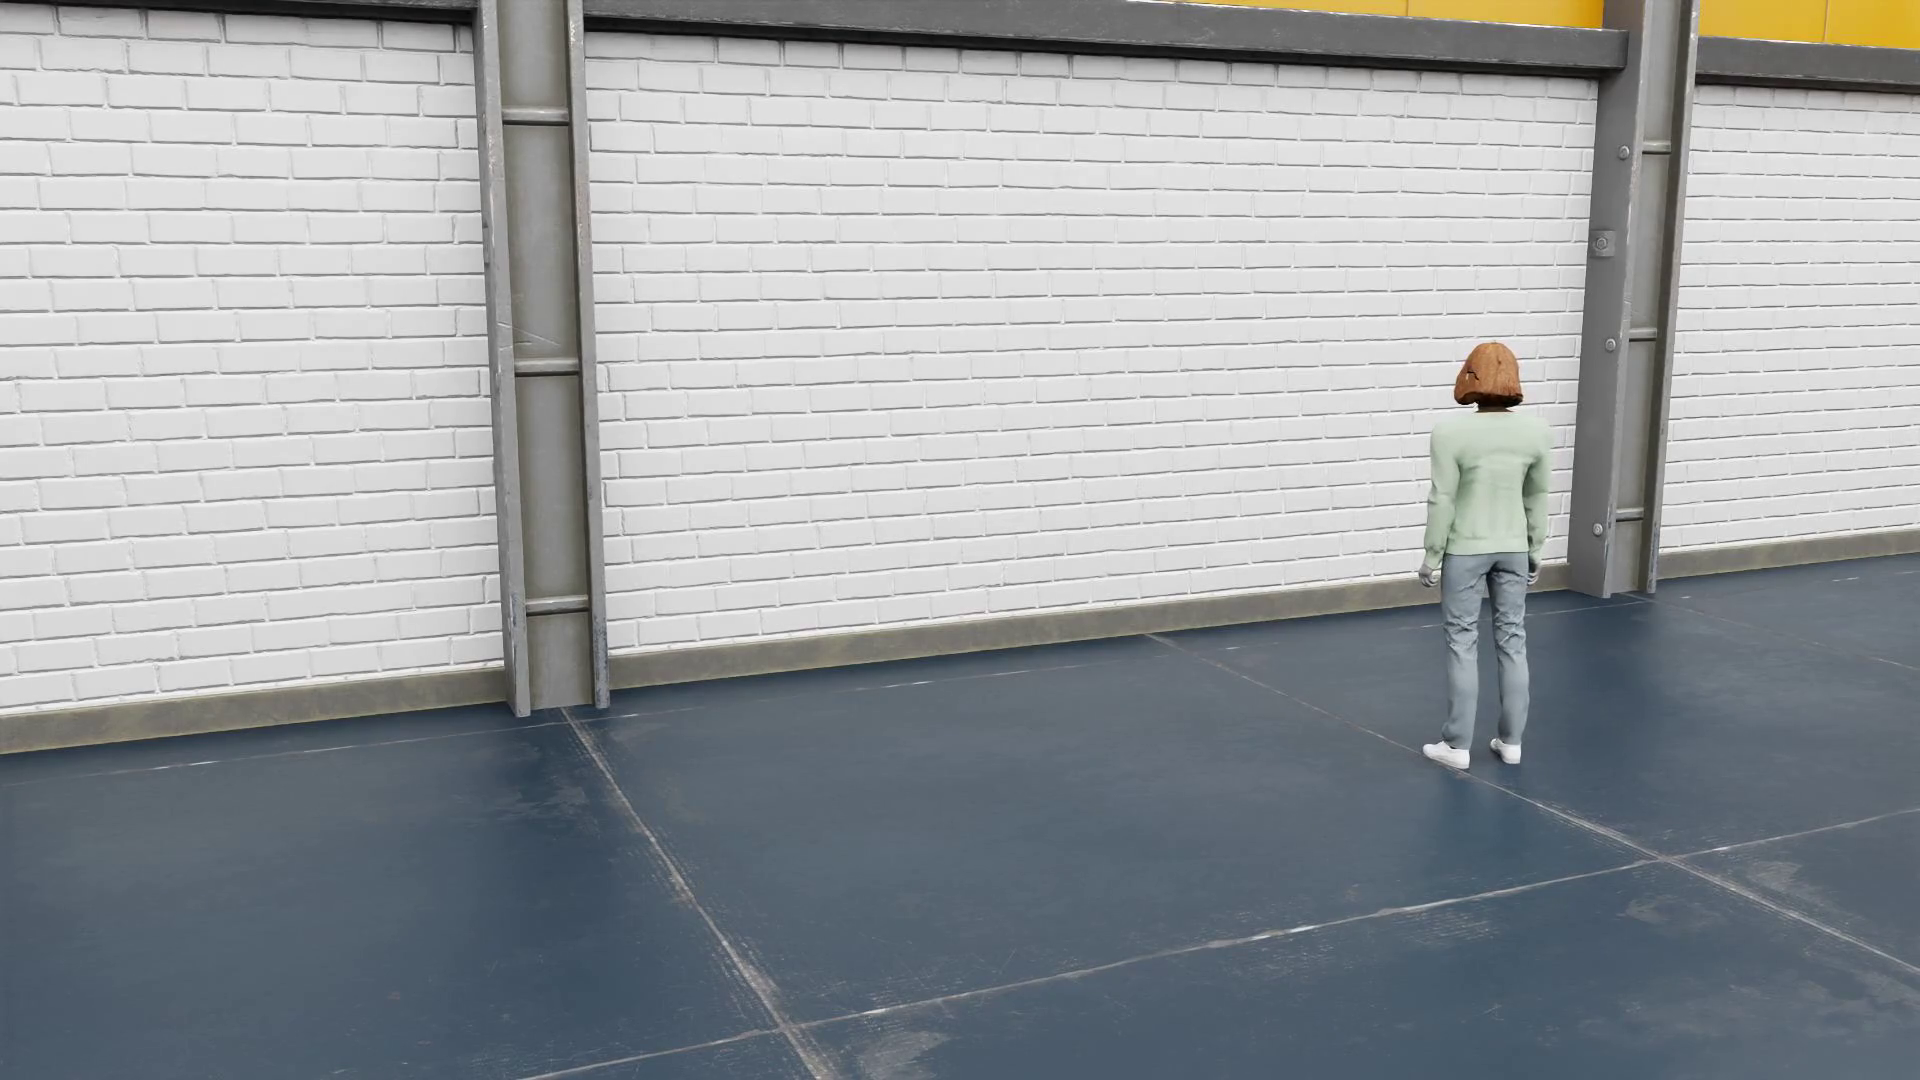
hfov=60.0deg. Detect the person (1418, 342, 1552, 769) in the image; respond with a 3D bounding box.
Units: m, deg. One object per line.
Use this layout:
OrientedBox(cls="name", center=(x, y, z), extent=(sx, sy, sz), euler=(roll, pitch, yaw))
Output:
OrientedBox(cls="person", center=(2.005, 0.063, 6.376), extent=(0.507, 1.631, 0.266), euler=(-2, 11, -12))
